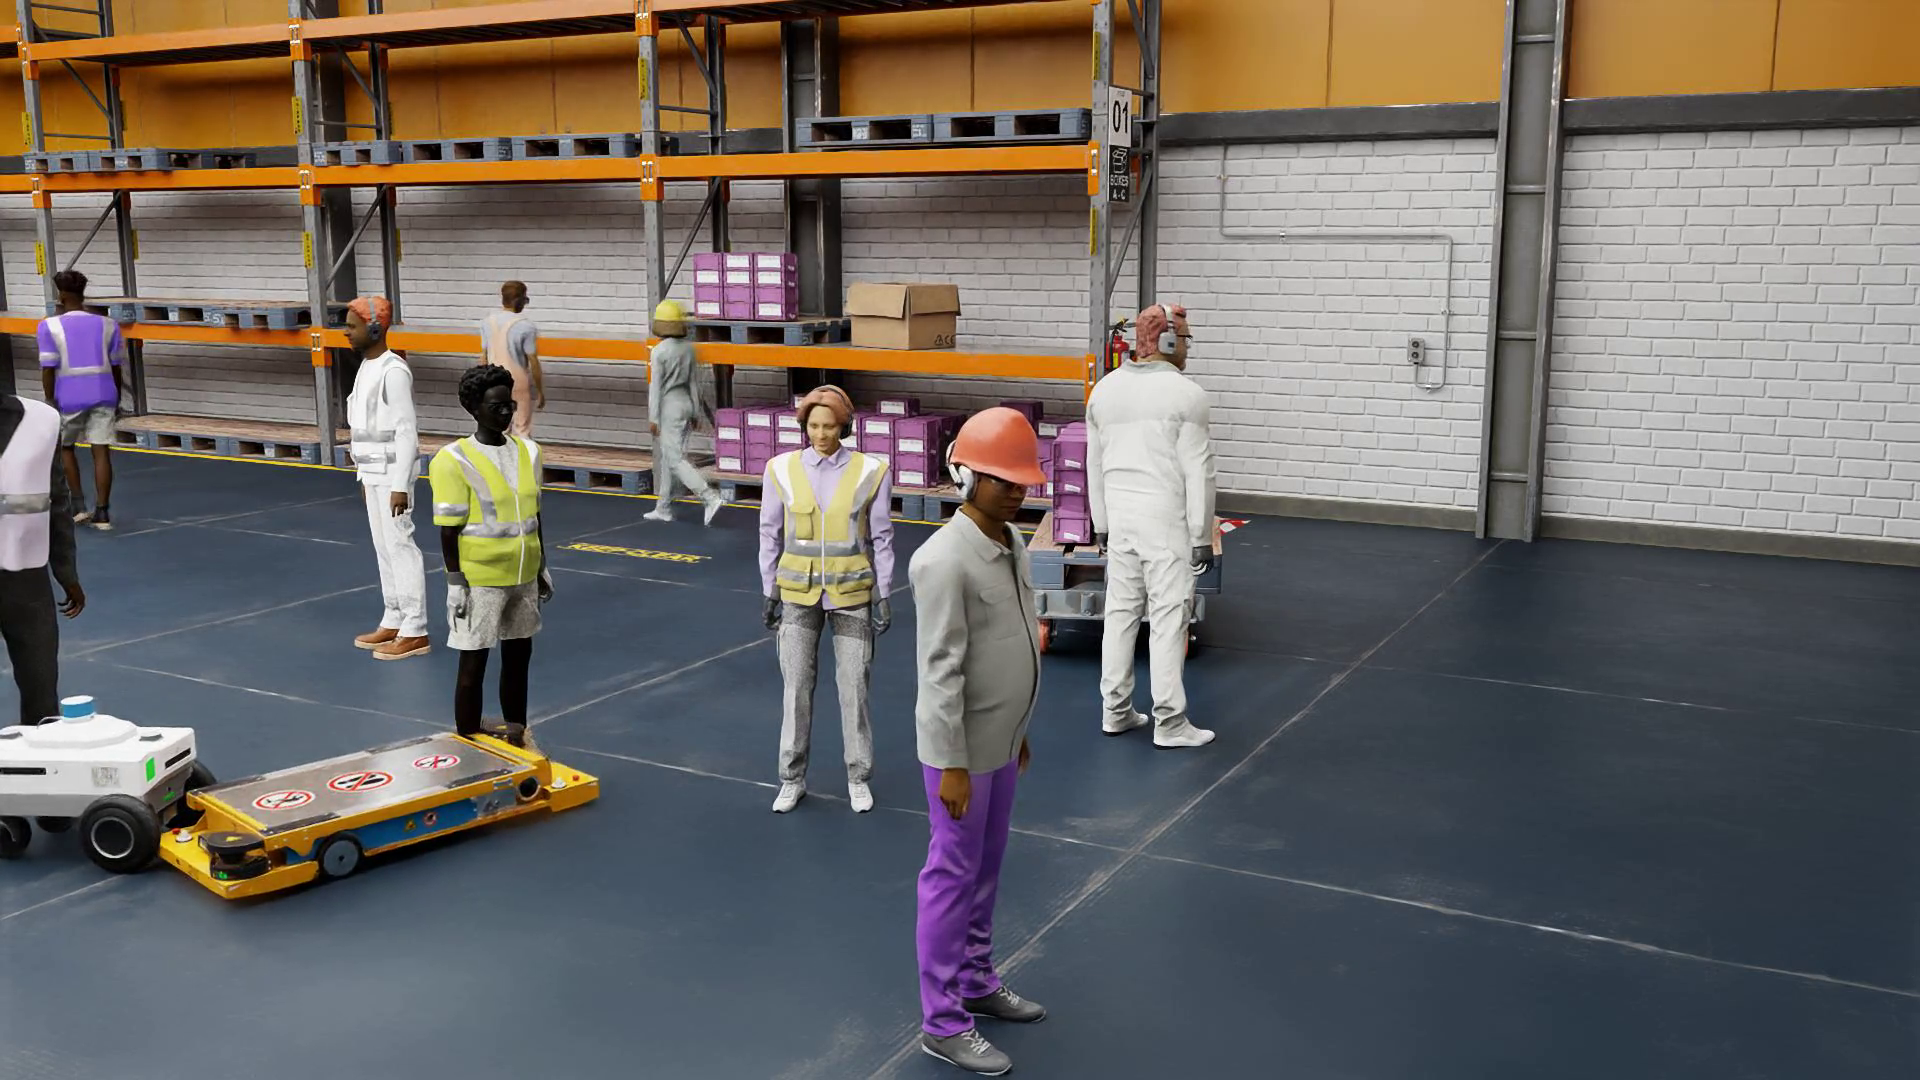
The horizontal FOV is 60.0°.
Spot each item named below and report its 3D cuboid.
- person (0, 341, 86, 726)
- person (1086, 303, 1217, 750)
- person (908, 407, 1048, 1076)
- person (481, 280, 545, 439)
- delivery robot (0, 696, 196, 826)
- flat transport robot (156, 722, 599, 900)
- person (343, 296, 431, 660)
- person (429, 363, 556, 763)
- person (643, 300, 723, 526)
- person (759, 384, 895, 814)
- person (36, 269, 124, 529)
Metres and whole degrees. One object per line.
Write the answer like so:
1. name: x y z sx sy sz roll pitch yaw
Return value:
1. person: -3.538 0.143 6.073 0.395 1.908 0.594 8 13 36
2. person: 0.850 -0.058 7.167 0.403 1.904 0.651 -9 14 -42
3. person: 0.072 0.517 4.442 0.339 1.746 0.562 4 11 22
4. person: -3.744 -1.257 13.947 0.539 1.832 0.433 4 11 19
5. delivery robot: -3.120 0.799 5.912 0.707 0.478 0.477 1 10 3
6. flat transport robot: -2.115 0.953 6.099 0.652 0.197 1.431 10 14 43
7. person: -2.992 -0.321 8.664 0.337 1.882 0.584 -7 13 -35
8. person: -1.838 0.148 6.605 0.317 1.696 0.538 7 12 32
9. person: -2.116 -0.961 12.621 0.780 1.718 0.489 6 12 28
10. person: -0.505 0.228 6.325 0.514 1.640 0.309 0 10 1
11. person: -6.605 -1.057 12.520 0.611 1.940 0.594 -10 14 -42
